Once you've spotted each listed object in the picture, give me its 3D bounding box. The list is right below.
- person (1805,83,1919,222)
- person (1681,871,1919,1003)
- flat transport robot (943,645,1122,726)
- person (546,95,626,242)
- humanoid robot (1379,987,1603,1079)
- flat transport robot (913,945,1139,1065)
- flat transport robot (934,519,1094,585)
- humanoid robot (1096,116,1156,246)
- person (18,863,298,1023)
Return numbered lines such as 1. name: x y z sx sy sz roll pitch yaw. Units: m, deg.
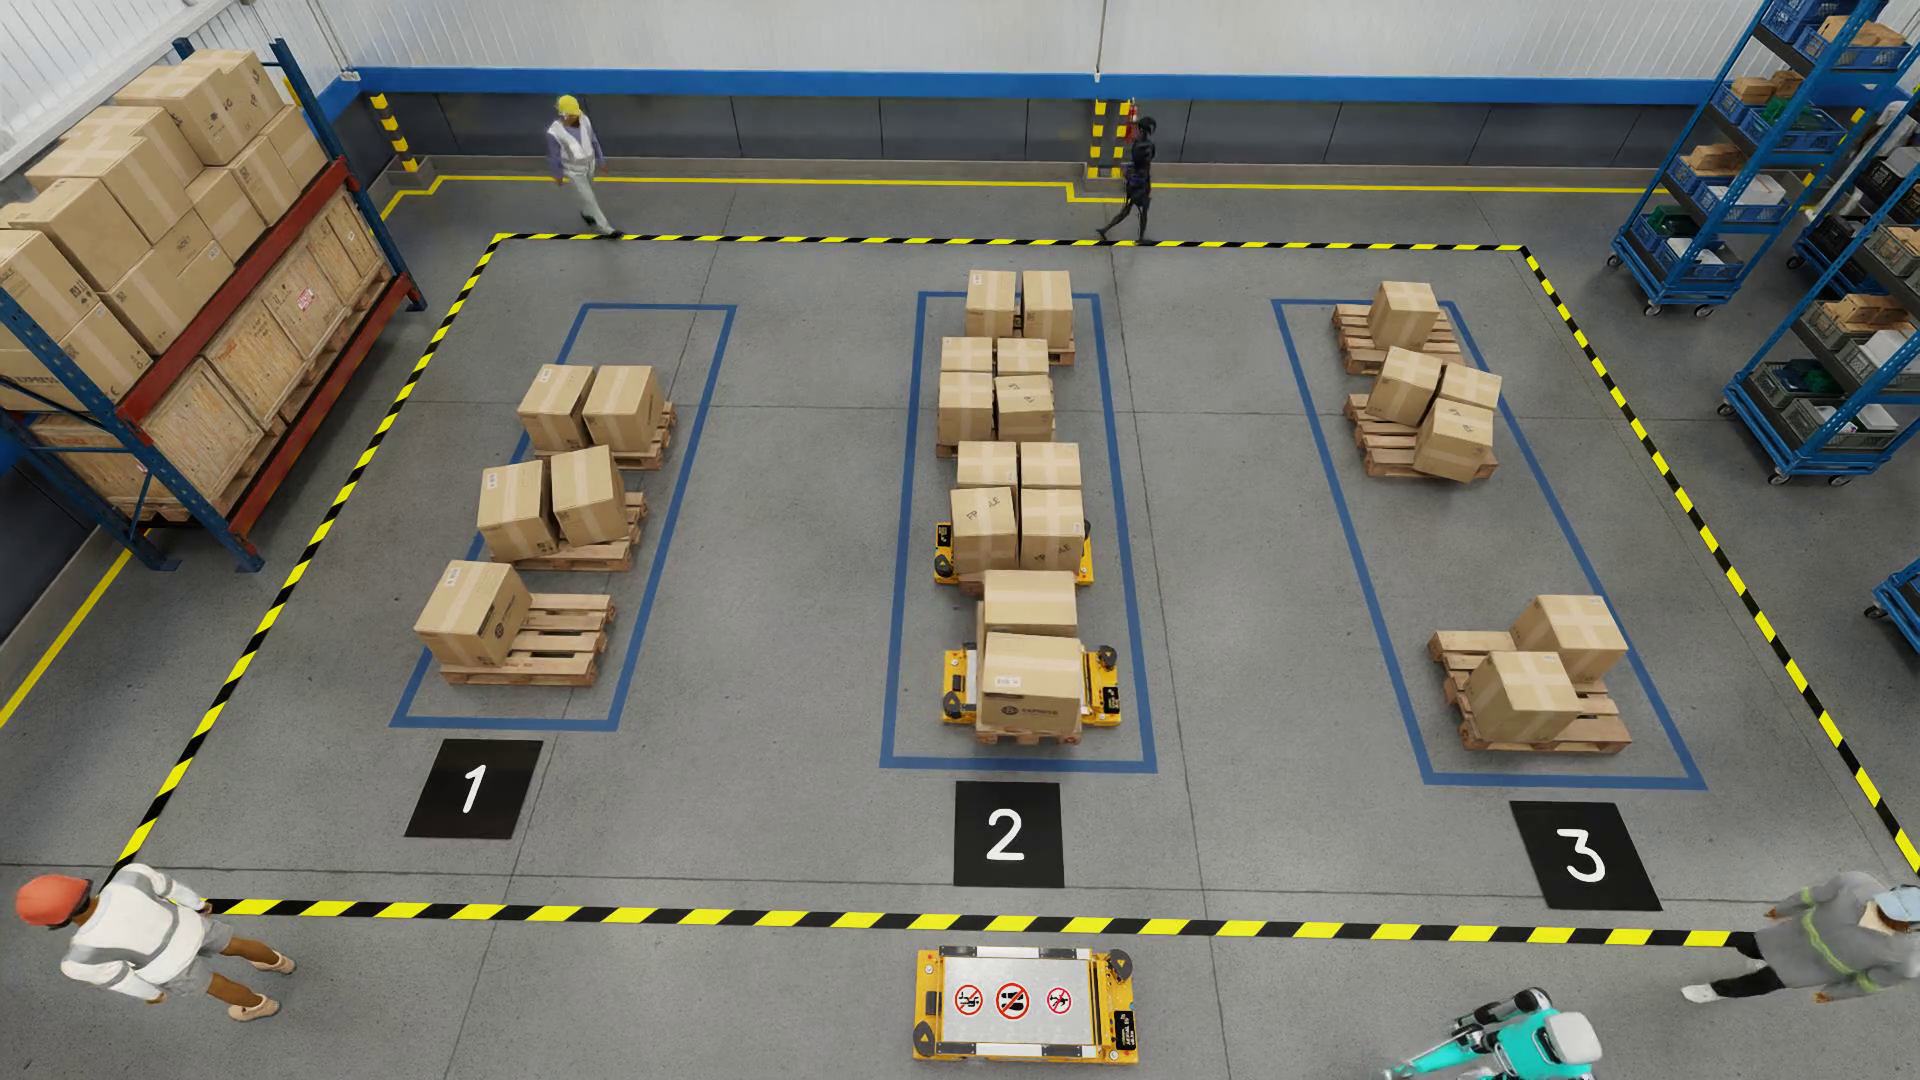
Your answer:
1. person: 11.382 -4.790 11.364 0.506 1.862 0.314 27 56 21
2. person: 5.164 2.440 5.483 0.594 1.839 0.586 -4 51 -3
3. flat transport robot: 0.584 1.174 7.511 1.431 0.197 0.652 1 51 1
4. person: -4.656 -4.565 11.234 0.952 1.773 0.625 26 56 20
5. humanoid robot: 2.822 2.993 5.122 1.065 1.745 0.554 -12 52 -9
6. flat transport robot: 0.422 3.041 6.007 1.431 0.231 0.659 1 51 1
7. flat transport robot: 0.490 0.087 8.397 1.431 0.197 0.652 1 51 1
8. humanoid robot: 2.102 -4.328 11.127 0.704 1.649 0.601 -6 51 -5
9. person: -4.661 2.392 5.391 0.365 2.047 0.606 0 51 0
